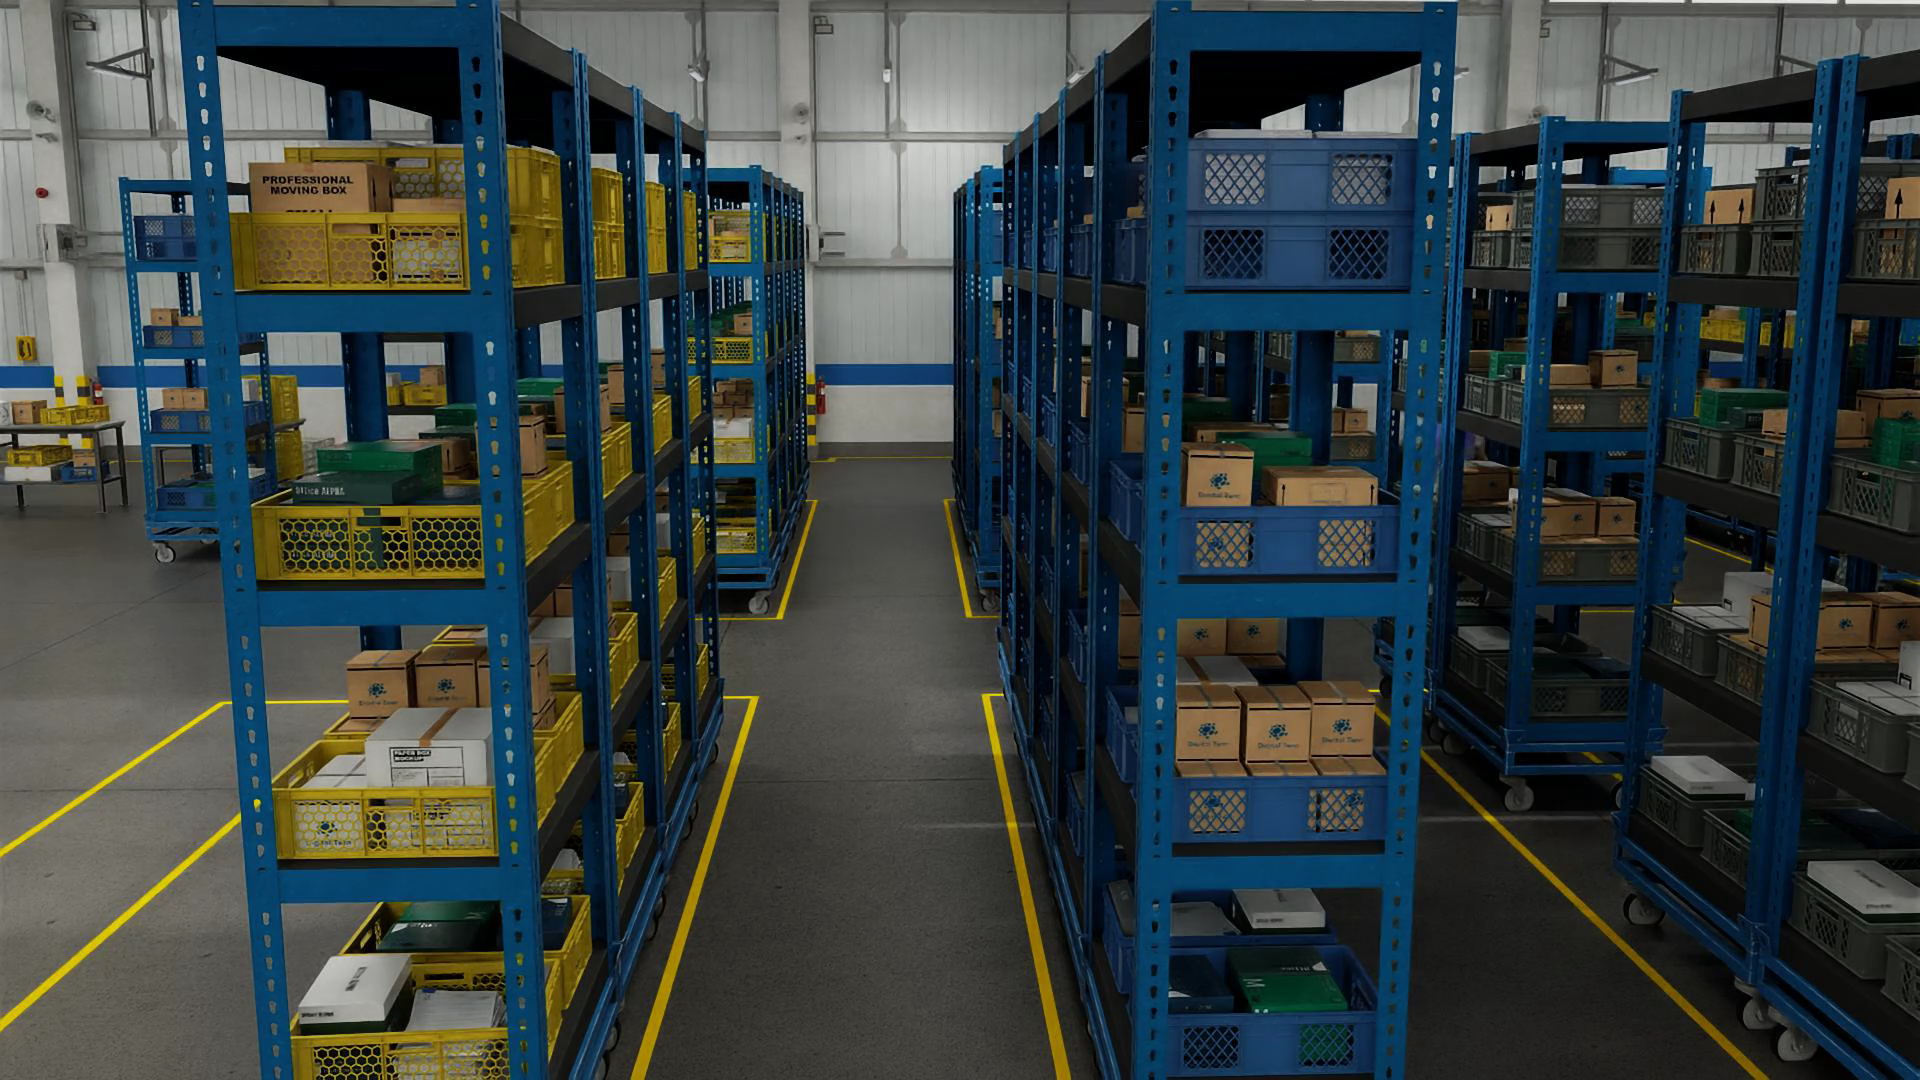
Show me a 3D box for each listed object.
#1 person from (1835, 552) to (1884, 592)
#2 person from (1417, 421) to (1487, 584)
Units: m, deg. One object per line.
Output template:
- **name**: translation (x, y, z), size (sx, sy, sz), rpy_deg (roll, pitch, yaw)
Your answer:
- **person**: translation (6.697, -0.082, 12.250), size (0.591, 1.830, 0.403), rpy_deg (-4, 11, -24)
- **person**: translation (4.401, -0.512, 14.780), size (0.591, 1.790, 0.955), rpy_deg (-1, 10, -6)
